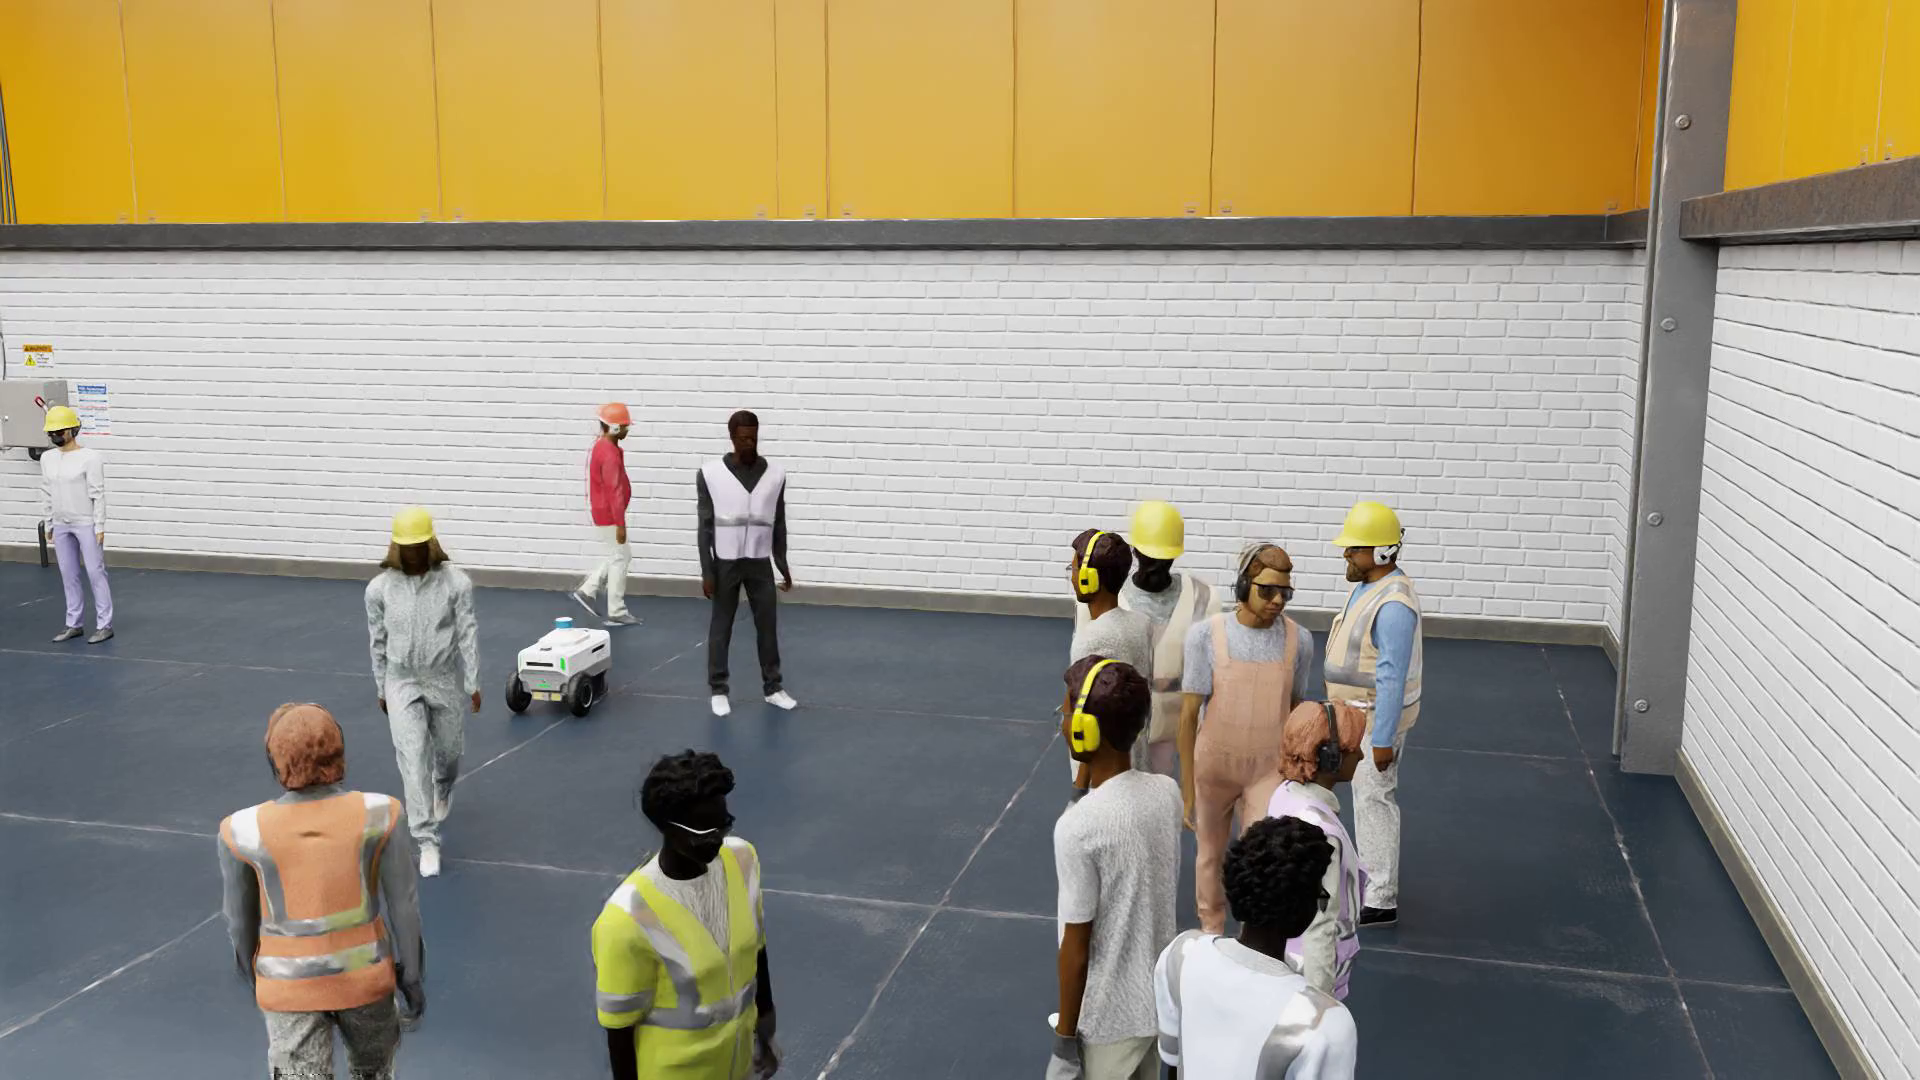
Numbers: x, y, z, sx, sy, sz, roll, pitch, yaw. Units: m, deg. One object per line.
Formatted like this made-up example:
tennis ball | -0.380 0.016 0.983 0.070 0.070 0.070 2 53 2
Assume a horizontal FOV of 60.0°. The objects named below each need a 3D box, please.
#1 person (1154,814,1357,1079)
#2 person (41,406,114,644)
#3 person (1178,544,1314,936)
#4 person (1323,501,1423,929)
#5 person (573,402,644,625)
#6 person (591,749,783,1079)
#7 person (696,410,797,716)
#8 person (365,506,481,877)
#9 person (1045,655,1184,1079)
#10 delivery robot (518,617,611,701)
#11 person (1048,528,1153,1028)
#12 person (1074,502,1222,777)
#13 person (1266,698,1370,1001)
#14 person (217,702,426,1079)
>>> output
person | 0.624 1.405 3.544 0.319 1.688 0.538 -7 12 -37
person | -6.523 -0.109 12.247 0.527 1.761 0.339 2 10 12
person | 1.070 0.891 6.295 0.521 1.791 1.019 0 10 1
person | 1.749 0.737 7.084 0.403 1.825 0.596 1 10 5
person | -2.708 -0.199 12.809 0.459 1.737 0.577 -2 10 -12
person | -0.739 1.302 4.180 0.630 1.676 0.562 6 11 32
person | -1.360 0.130 10.385 0.593 1.915 0.394 -5 11 -29
person | -2.539 0.656 7.875 0.488 1.708 0.755 -4 10 -21
person | 0.387 1.211 4.195 0.337 1.860 0.511 7 12 37
delivery robot | -2.497 0.735 10.538 0.477 0.478 0.707 2 10 13
person | 0.523 0.885 6.066 0.309 1.868 0.534 6 11 31
person | 0.761 0.766 6.756 0.583 1.867 0.912 -1 10 -6
person | 0.961 1.246 4.657 0.317 1.633 0.515 0 10 3
person | -1.792 1.241 4.707 0.506 1.609 0.687 -5 11 -26
